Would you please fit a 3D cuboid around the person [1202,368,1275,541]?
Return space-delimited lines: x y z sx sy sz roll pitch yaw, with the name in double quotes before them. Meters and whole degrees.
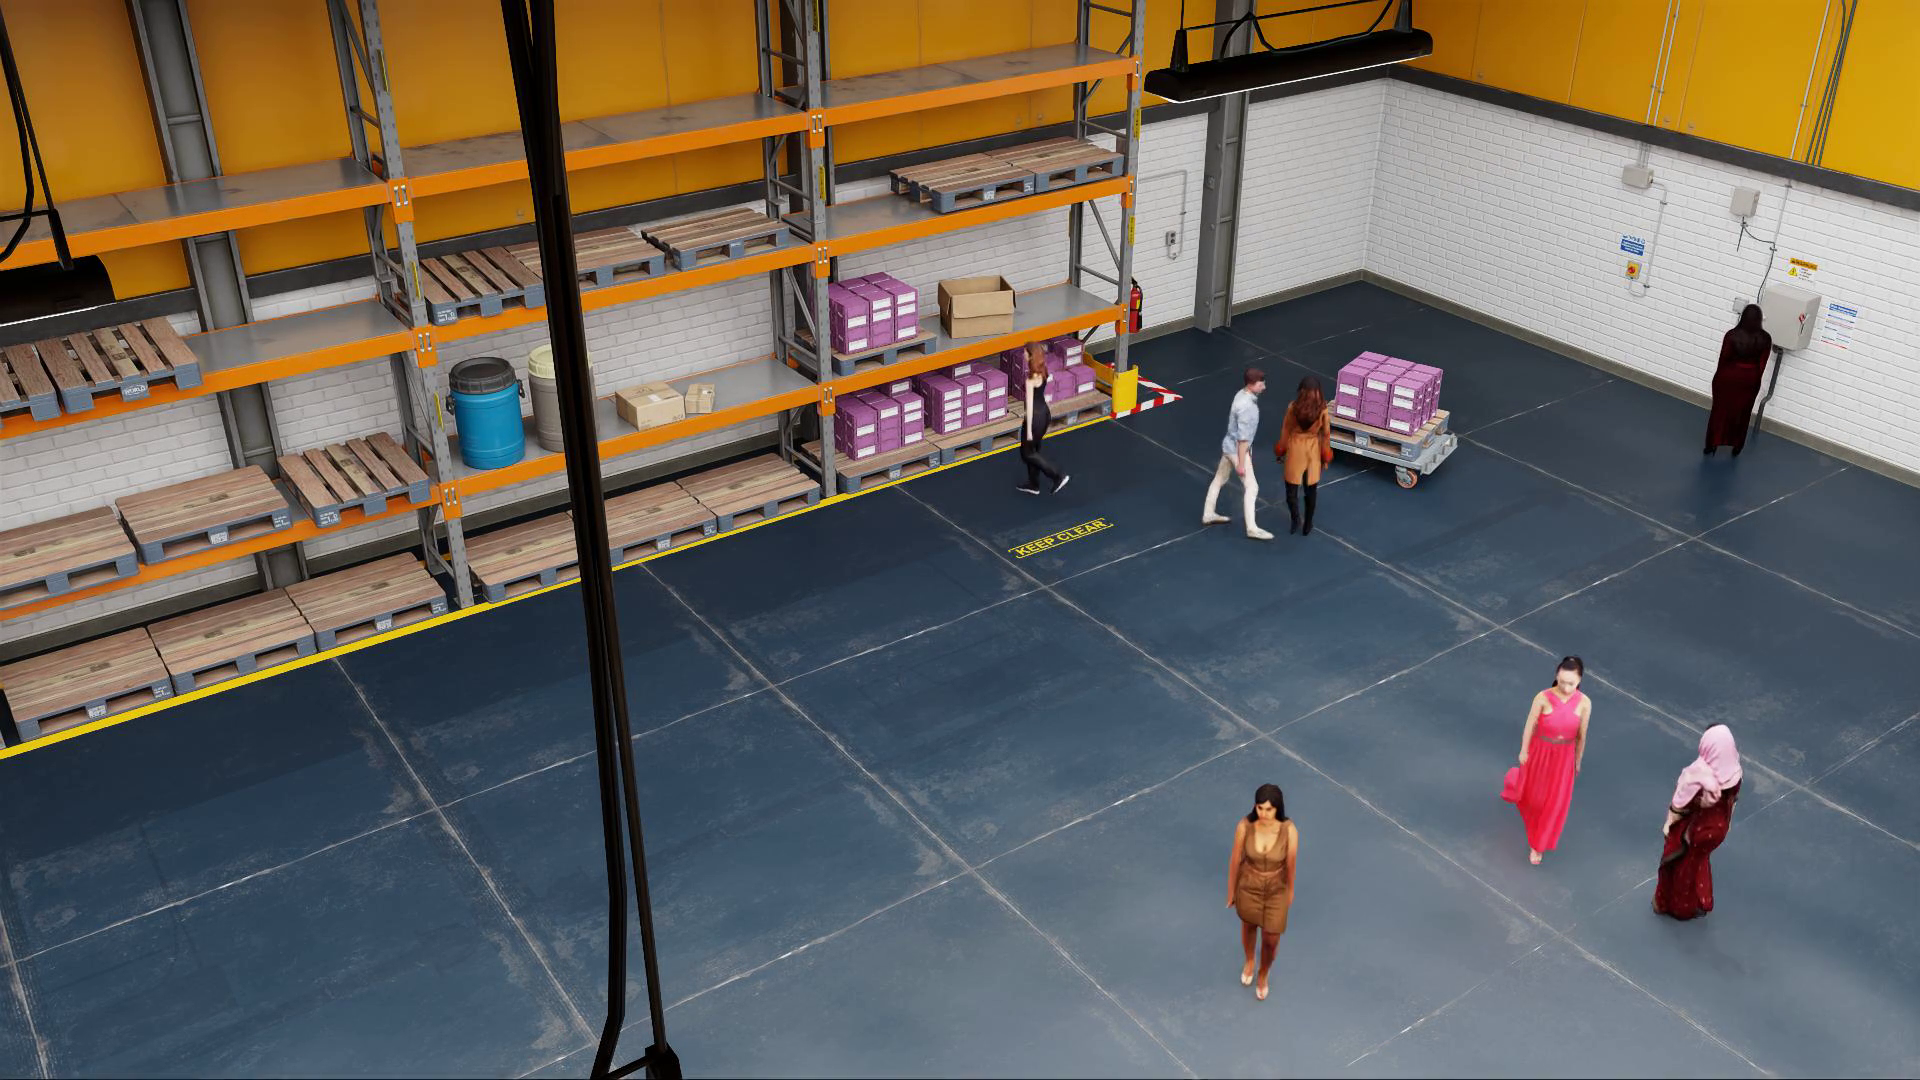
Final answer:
"person" 2.705 -0.884 16.585 1.071 1.810 0.995 -1 29 -2

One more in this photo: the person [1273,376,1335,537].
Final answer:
"person" 3.390 -0.792 16.515 0.996 1.715 1.056 7 29 13

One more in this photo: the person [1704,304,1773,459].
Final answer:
"person" 8.516 -1.737 18.207 0.768 1.756 0.831 4 29 7

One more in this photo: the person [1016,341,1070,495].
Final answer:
"person" 0.882 -1.226 17.299 0.890 1.728 0.890 11 31 20

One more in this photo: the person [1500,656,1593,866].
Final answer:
"person" 4.325 1.547 12.231 0.970 1.712 1.018 5 29 9

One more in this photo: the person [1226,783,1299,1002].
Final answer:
"person" 1.994 2.259 10.971 0.724 1.668 0.780 7 29 12

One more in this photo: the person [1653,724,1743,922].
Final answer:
"person" 5.148 2.005 11.466 0.731 1.640 0.824 -7 29 -13
